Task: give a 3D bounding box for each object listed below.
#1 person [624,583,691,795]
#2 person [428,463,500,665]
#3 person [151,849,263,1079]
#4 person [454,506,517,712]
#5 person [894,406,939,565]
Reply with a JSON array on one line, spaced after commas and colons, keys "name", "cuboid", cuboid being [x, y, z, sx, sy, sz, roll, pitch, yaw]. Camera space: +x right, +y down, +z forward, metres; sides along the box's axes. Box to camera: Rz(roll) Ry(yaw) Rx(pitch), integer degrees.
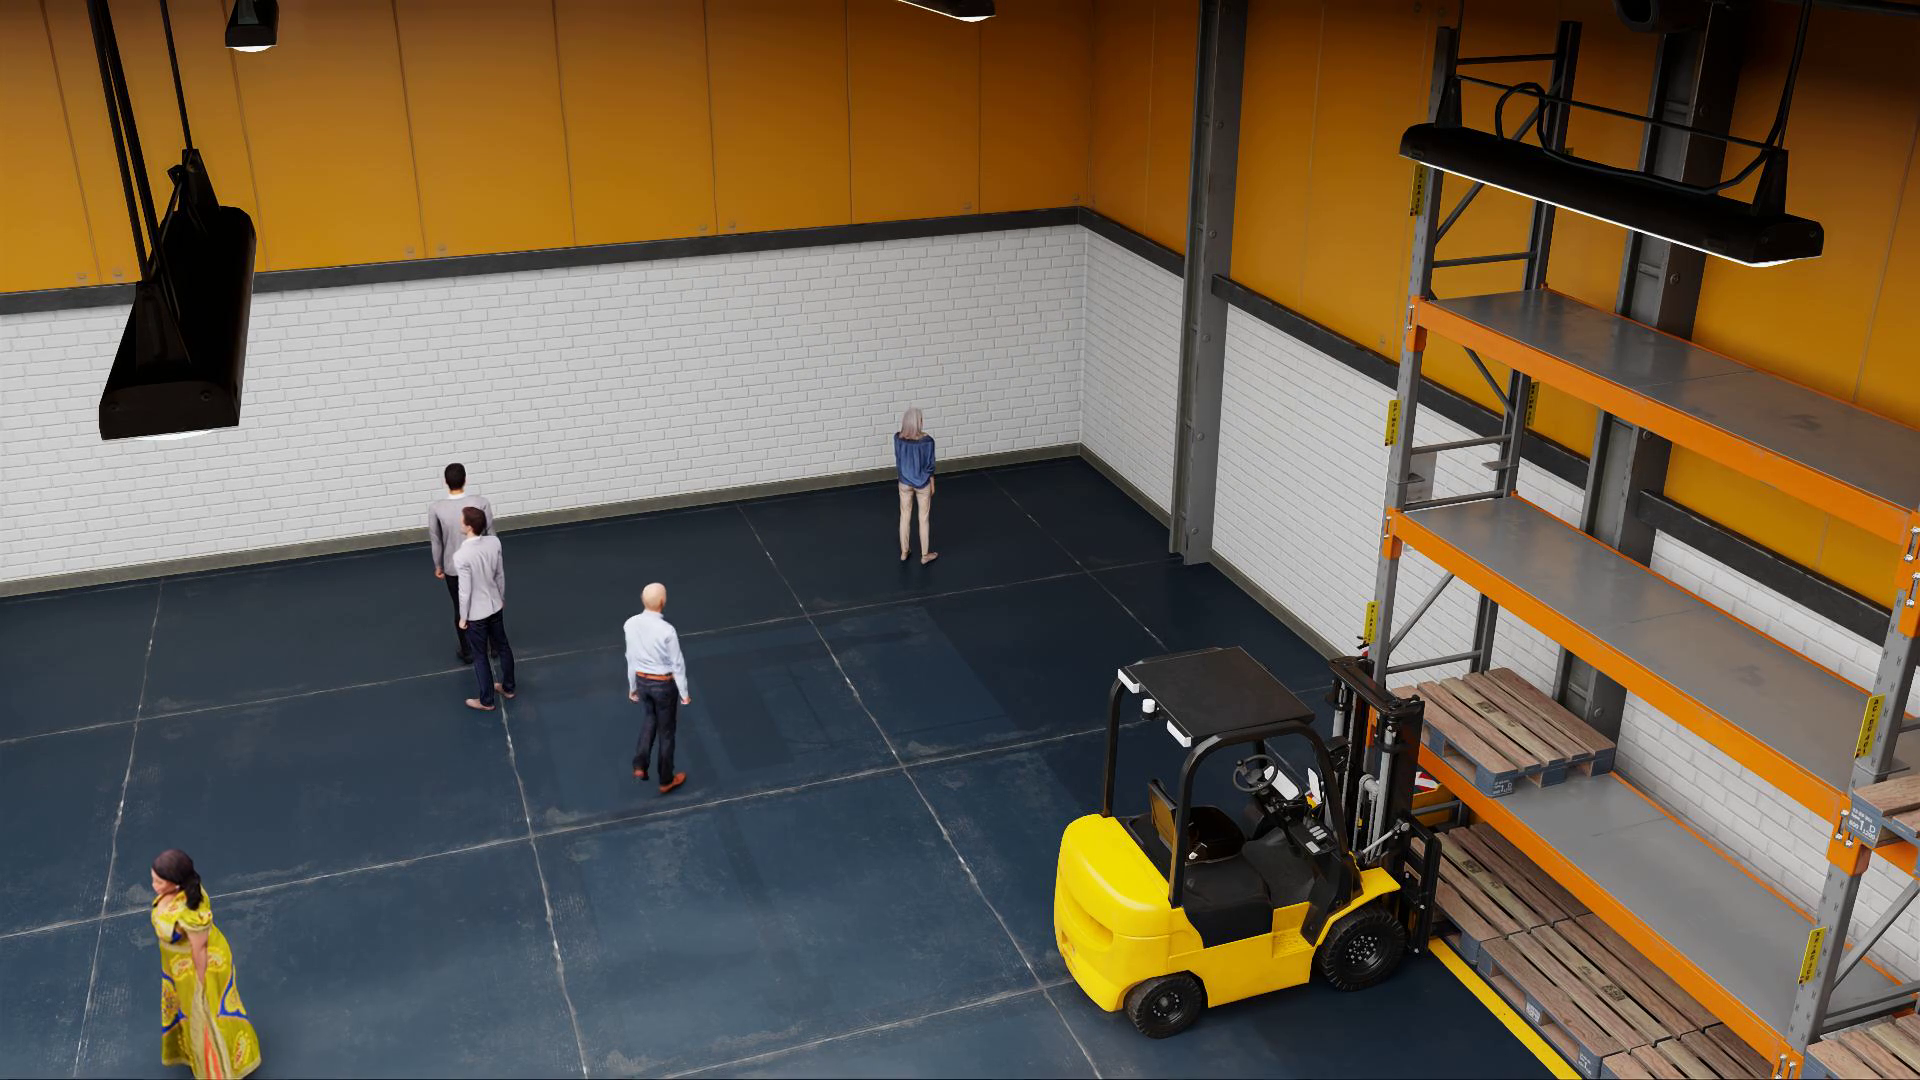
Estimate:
[{"name": "person", "cuboid": [-2.408, 1.208, 13.001, 0.827, 1.779, 0.887, 11, 26, 23]}, {"name": "person", "cuboid": [-4.482, 0.209, 15.107, 0.715, 1.923, 0.595, -8, 25, -18]}, {"name": "person", "cuboid": [-4.611, 2.564, 10.059, 1.035, 1.651, 0.850, -17, 29, -34]}, {"name": "person", "cuboid": [-4.125, 0.575, 14.354, 0.797, 1.856, 0.760, 13, 27, 27]}, {"name": "person", "cuboid": [-0.464, -0.576, 17.189, 0.706, 1.694, 0.755, 9, 25, 19]}]
